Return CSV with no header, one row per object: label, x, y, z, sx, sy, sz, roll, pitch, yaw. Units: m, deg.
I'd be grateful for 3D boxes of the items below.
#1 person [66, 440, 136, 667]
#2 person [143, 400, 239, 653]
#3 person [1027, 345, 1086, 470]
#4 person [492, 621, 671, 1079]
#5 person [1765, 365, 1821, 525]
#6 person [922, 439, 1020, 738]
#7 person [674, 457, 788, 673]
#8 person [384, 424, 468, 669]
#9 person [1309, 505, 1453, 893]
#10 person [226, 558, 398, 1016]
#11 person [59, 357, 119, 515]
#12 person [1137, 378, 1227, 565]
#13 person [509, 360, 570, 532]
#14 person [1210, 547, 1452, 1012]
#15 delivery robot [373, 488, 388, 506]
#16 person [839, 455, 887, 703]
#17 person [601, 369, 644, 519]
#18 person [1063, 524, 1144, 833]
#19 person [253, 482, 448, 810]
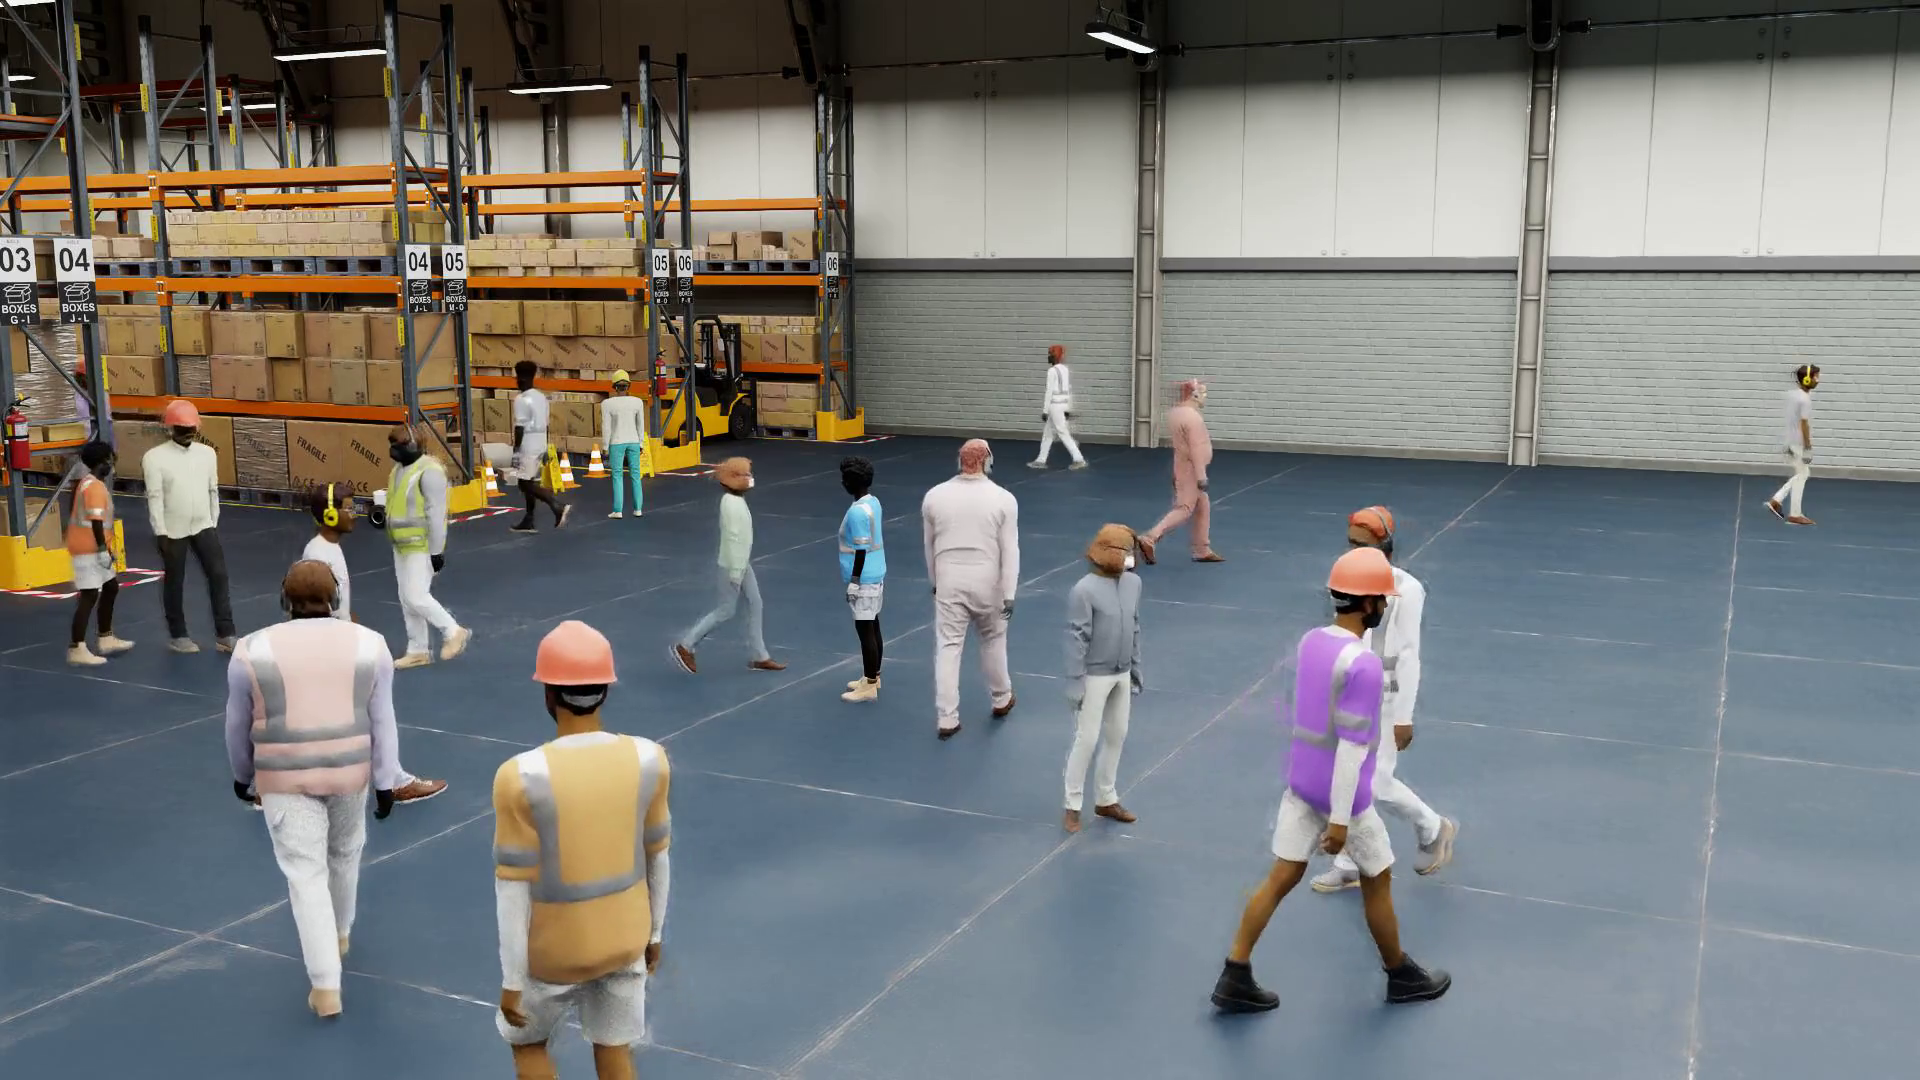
person,-6.506,0.087,12.498,0.521,1.663,0.560,-5,11,-29
person,-5.822,-0.076,12.629,0.850,1.960,0.626,7,11,36
person,1.458,-1.941,24.436,0.964,1.844,0.589,4,10,24
person,-1.134,1.191,4.991,0.557,1.917,0.461,-6,11,-33
person,9.677,-1.095,19.180,0.428,1.856,0.562,2,9,11
person,0.089,0.285,10.699,0.658,1.867,0.956,2,10,14
person,-1.693,0.186,12.108,0.764,1.606,0.509,0,9,0
person,-3.995,0.051,12.257,0.453,1.825,0.651,-9,13,-44
person,2.003,0.750,7.846,0.616,1.866,0.595,-4,10,-22
person,-2.639,0.962,6.798,0.622,1.795,0.948,-6,11,-32
person,-9.496,-0.996,18.125,0.509,2.005,0.732,4,10,24
person,2.229,-0.678,16.585,0.847,1.876,0.640,0,9,2
person,-4.702,-1.026,18.474,0.710,1.948,0.613,2,9,11
person,1.462,0.959,6.563,1.030,1.880,0.555,-3,10,-20
delivery robot,-6.320,-0.464,19.011,0.707,0.478,0.477,2,9,11
person,-0.670,0.262,11.373,0.319,1.692,0.533,1,9,7
person,-3.987,-1.129,19.678,0.526,1.768,0.314,-6,11,-32
person,0.739,0.721,8.797,0.572,1.626,0.353,-9,13,-42
person,-3.403,0.585,9.061,1.023,1.816,0.532,-4,10,-21
